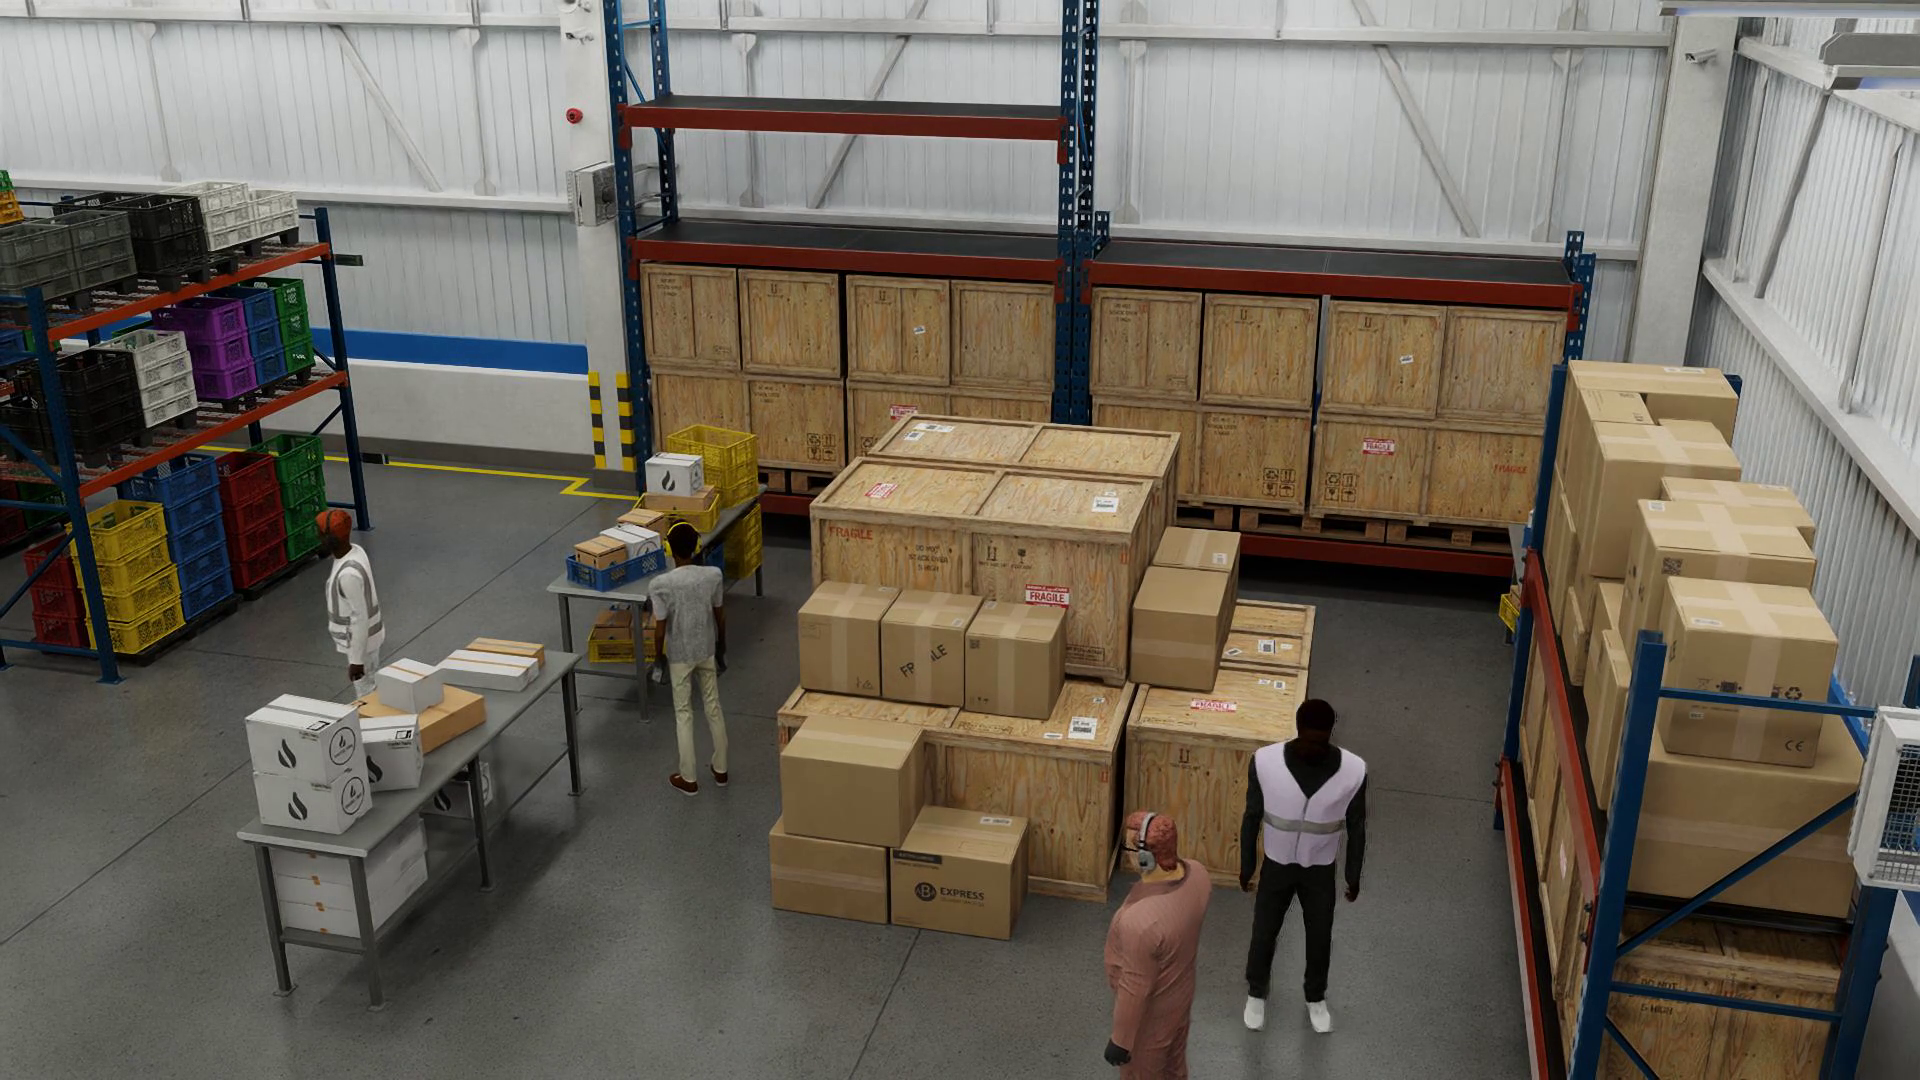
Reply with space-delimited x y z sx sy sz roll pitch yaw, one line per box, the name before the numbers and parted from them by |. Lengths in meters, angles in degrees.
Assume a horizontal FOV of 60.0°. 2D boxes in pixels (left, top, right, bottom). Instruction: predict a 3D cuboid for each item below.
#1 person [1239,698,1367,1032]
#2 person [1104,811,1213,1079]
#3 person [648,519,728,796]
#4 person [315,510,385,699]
person | 1.732 1.633 8.477 0.622 1.901 0.412 3 21 7
person | 0.830 2.052 7.373 0.409 1.903 0.639 13 24 30
person | -1.757 0.763 10.794 0.512 1.867 0.330 -11 24 -27
person | -3.982 0.680 10.989 0.358 1.881 0.574 -7 22 -18
